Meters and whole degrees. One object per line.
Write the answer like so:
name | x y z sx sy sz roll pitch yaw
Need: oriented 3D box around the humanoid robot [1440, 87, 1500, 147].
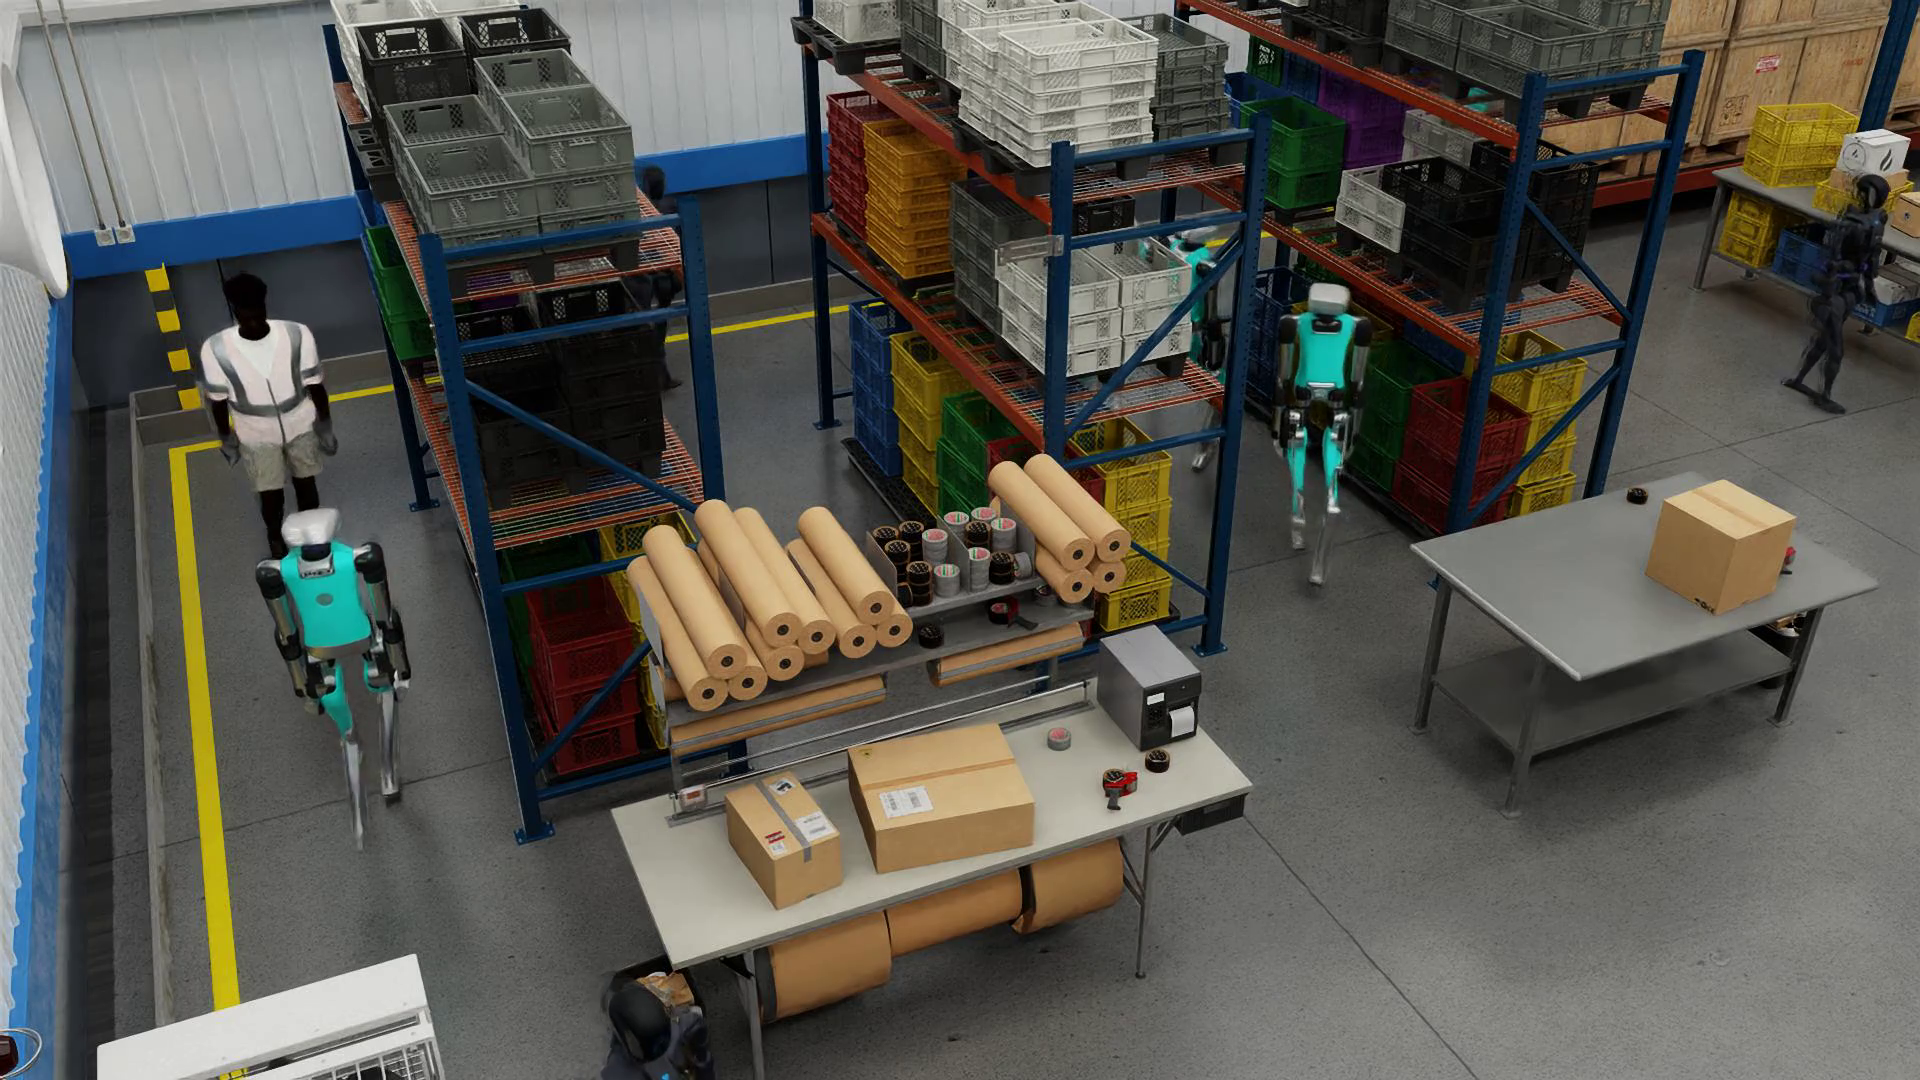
humanoid robot | 4.089 -3.270 13.943 0.543 1.830 0.802 -6 32 -10

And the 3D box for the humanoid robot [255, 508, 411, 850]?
humanoid robot | -2.809 0.553 7.700 0.540 1.803 0.827 -8 32 -13

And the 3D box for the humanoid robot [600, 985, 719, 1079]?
humanoid robot | -0.978 2.006 5.376 0.354 1.644 0.610 22 38 31

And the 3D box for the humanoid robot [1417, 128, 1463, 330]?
humanoid robot | 3.513 -2.263 12.310 0.590 1.647 0.449 -12 34 -19

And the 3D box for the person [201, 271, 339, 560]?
person | -3.850 -0.621 9.389 0.615 1.940 0.483 -19 36 -28

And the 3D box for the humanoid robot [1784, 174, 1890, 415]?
humanoid robot | 6.105 -1.684 11.375 0.598 1.640 0.652 -19 36 -28

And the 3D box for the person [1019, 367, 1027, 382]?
person | 0.397 -2.071 11.646 0.414 2.040 0.618 8 33 13

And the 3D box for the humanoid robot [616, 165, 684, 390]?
humanoid robot | -2.143 -1.842 11.654 0.588 1.623 0.741 -16 35 -24

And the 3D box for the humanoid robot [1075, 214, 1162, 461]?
humanoid robot | 0.913 -1.340 10.807 0.576 1.830 0.917 -9 33 -15

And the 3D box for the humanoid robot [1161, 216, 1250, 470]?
humanoid robot | 1.661 -1.255 10.623 0.853 1.787 0.604 -15 35 -23

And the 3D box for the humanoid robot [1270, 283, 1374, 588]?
humanoid robot | 2.027 -0.499 9.430 0.531 1.776 1.018 4 32 6
